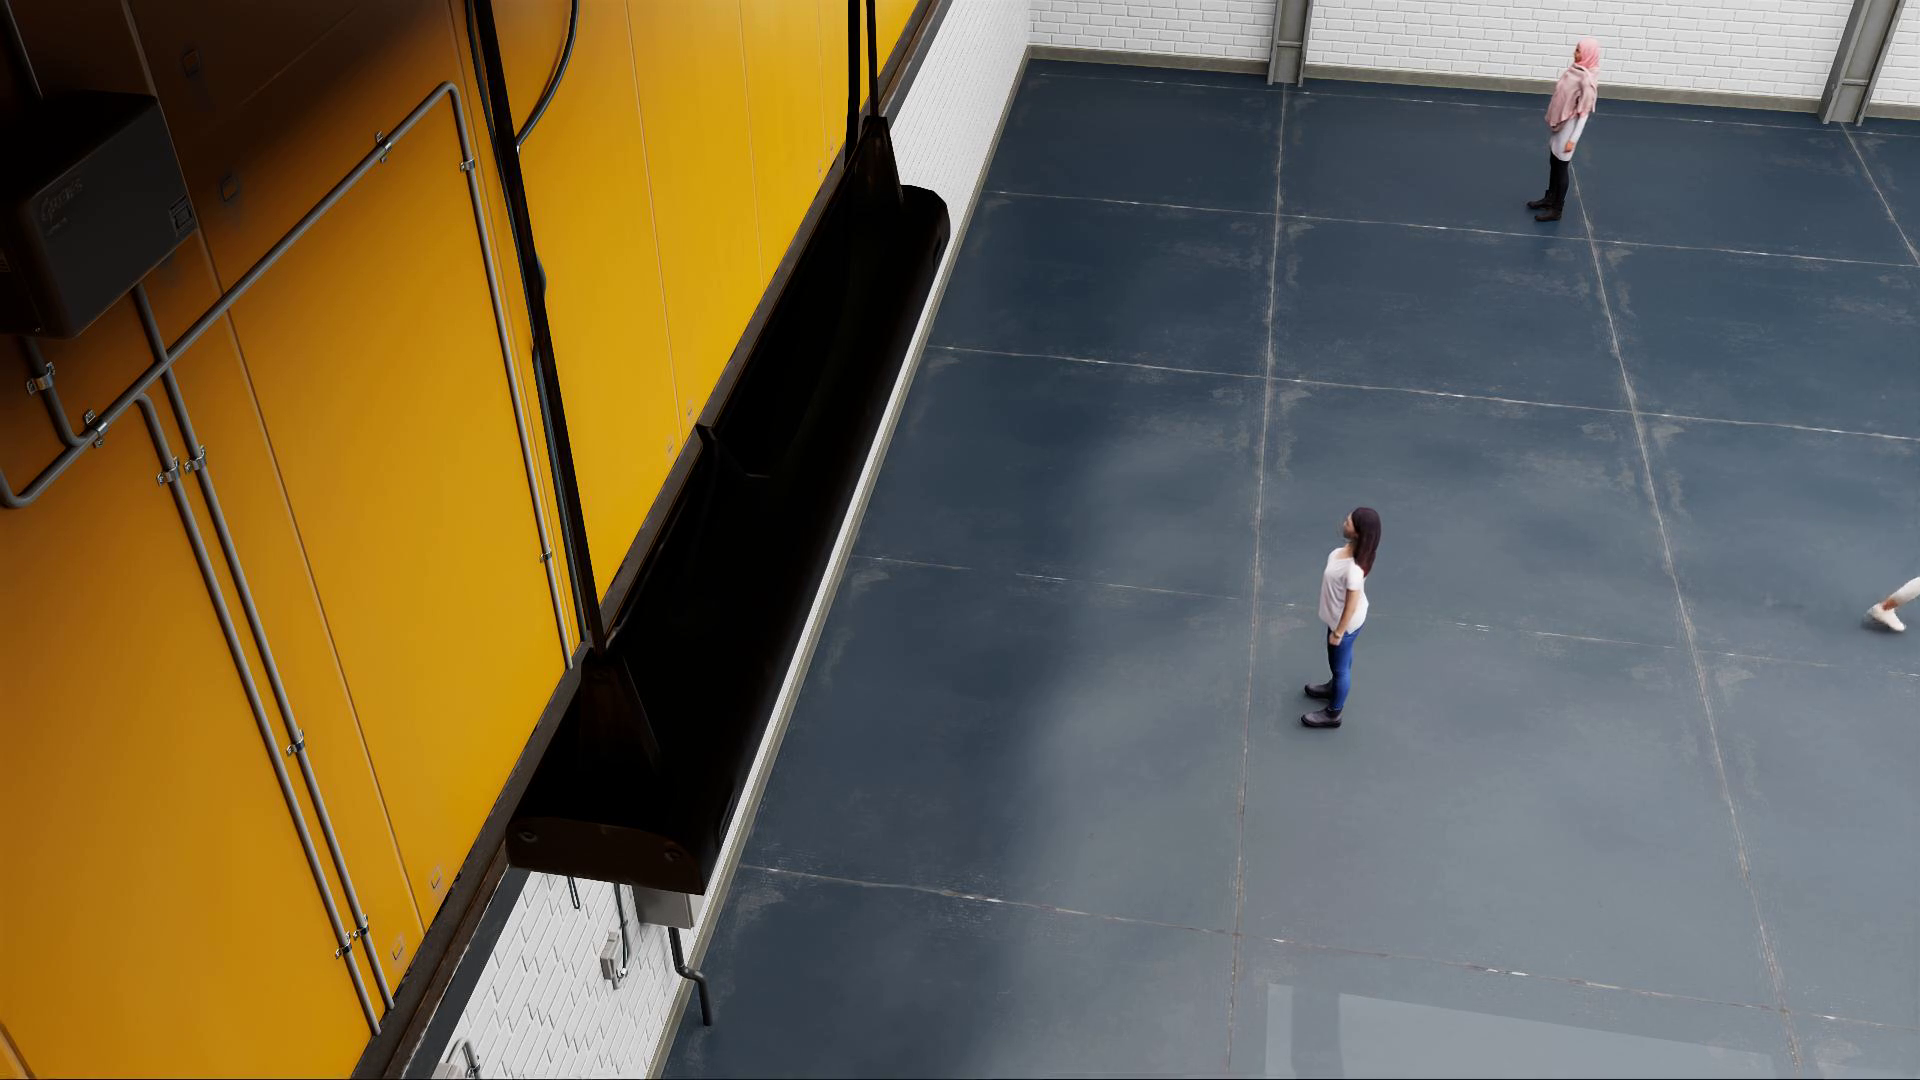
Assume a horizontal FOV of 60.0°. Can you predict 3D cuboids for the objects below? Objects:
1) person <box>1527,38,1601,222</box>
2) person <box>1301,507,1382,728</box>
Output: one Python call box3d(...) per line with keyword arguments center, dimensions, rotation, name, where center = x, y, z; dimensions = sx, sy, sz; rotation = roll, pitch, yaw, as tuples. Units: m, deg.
box3d(center=(5.807, -3.925, 15.906), dimensions=(0.633, 1.803, 0.669), rotation=(1, 39, 1), name="person")
box3d(center=(2.429, 0.491, 10.472), dimensions=(0.541, 1.685, 0.610), rotation=(9, 40, 12), name="person")
